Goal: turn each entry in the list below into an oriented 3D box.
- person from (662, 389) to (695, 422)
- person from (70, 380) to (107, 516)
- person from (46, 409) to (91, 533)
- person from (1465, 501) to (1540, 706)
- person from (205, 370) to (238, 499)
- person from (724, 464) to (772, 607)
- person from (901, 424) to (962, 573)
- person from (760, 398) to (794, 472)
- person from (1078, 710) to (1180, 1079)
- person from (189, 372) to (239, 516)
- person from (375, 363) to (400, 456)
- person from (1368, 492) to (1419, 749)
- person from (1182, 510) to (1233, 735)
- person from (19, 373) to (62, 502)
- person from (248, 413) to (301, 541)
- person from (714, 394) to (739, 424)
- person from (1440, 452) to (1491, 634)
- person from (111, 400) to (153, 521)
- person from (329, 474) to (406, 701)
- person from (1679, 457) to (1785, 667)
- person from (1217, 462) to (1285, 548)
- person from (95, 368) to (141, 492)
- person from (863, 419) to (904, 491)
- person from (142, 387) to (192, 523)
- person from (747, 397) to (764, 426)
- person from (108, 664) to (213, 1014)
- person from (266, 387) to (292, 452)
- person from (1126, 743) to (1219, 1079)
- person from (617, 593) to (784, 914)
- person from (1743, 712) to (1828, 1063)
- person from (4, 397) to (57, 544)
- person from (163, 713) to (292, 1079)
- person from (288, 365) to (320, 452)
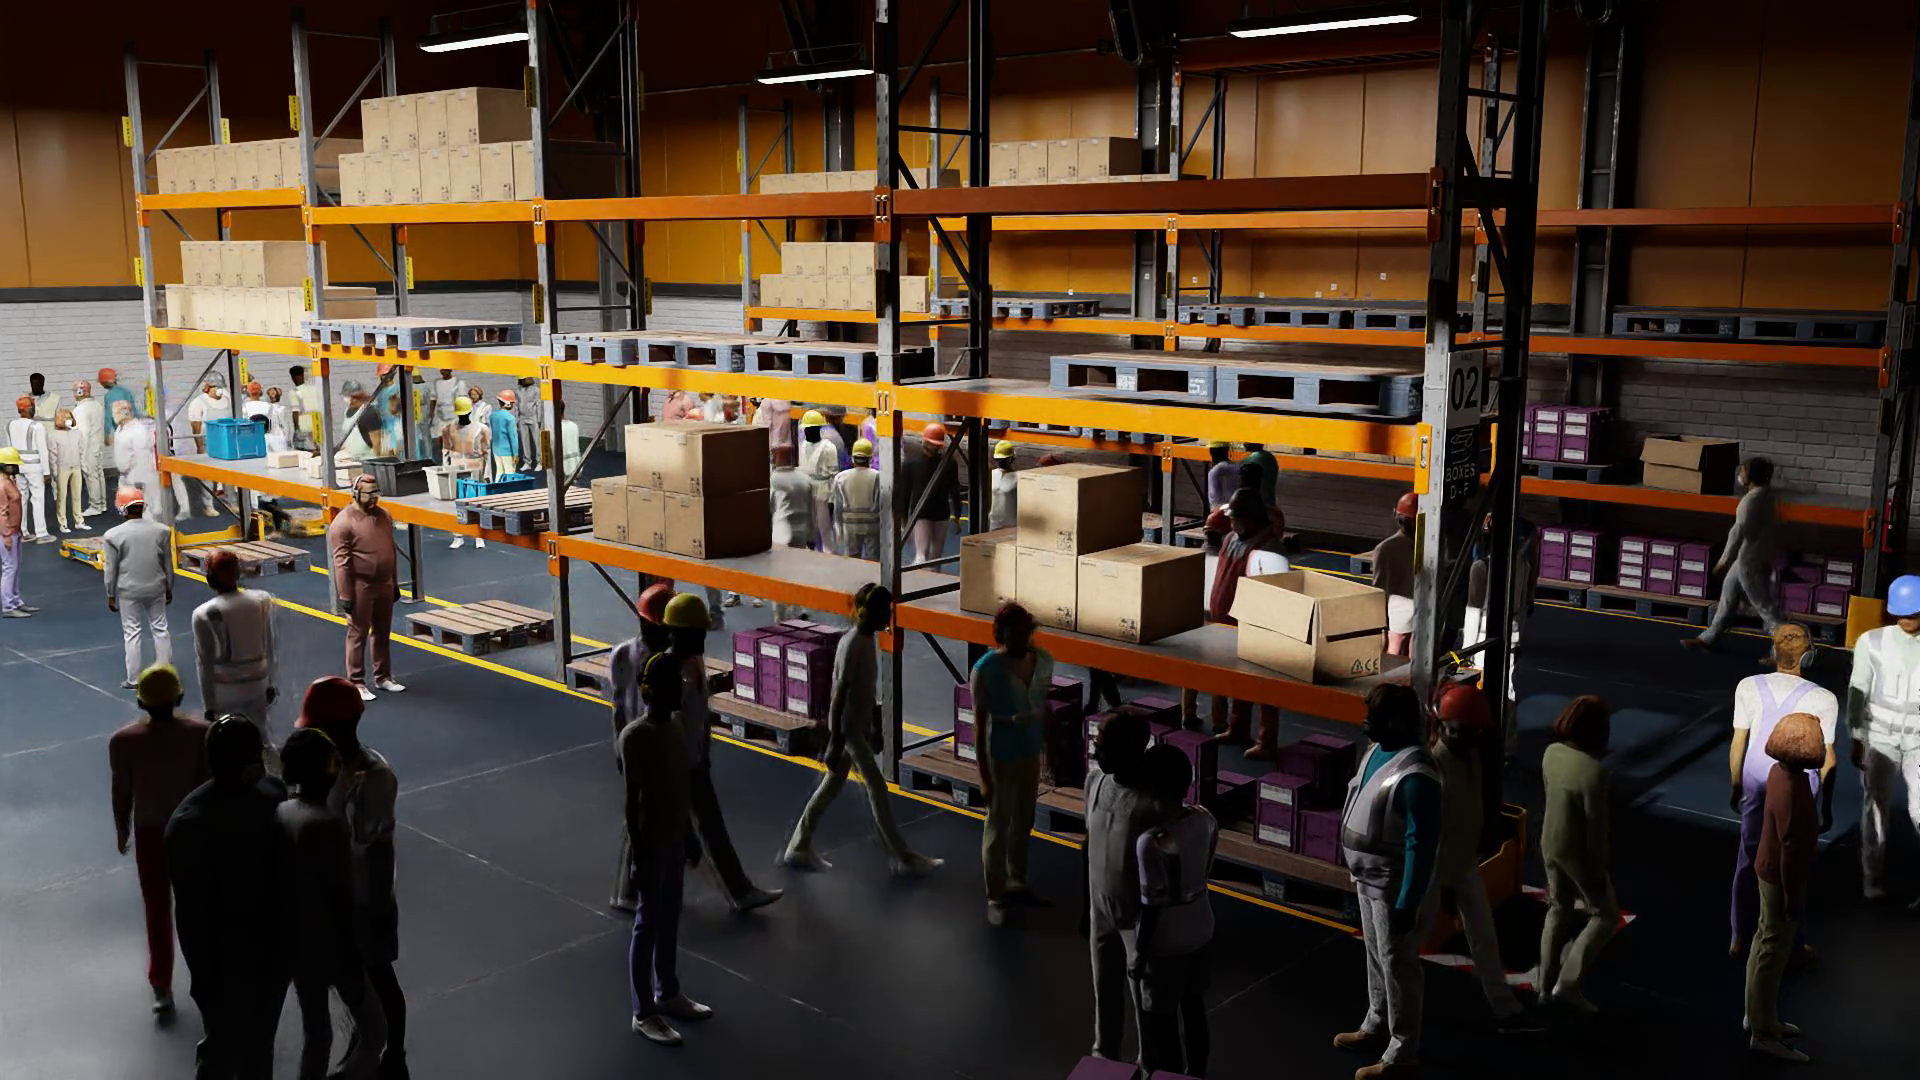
[{"bbox_3d":[-4.170,-1.474,24.412,0.638,1.907,0.408,9,14,42],"label":"person"},{"bbox_3d":[-12.264,-1.290,23.365,0.409,1.909,0.641,-2,10,-10],"label":"person"},{"bbox_3d":[-11.807,-0.920,22.035,0.282,1.636,0.500,5,11,28],"label":"person"},{"bbox_3d":[4.414,0.461,13.656,0.625,1.840,0.430,2,10,13],"label":"person"},{"bbox_3d":[-11.099,-1.581,24.959,0.633,1.932,0.362,9,13,40],"label":"person"},{"bbox_3d":[-2.255,-0.230,17.441,0.574,1.883,0.355,1,10,5],"label":"person"},{"bbox_3d":[-0.274,-0.220,17.174,0.611,1.954,0.798,-3,10,-15],"label":"person"},{"bbox_3d":[-2.622,-1.428,24.055,0.372,1.940,0.630,5,11,26],"label":"person"},{"bbox_3d":[0.709,1.613,7.132,0.345,1.842,0.505,-9,14,-42],"label":"person"},{"bbox_3d":[-10.418,-1.361,23.384,0.535,2.000,0.681,7,12,35],"label":"person"},{"bbox_3d":[-8.703,-1.718,25.446,0.607,2.034,0.417,6,12,32],"label":"person"},{"bbox_3d":[3.314,0.619,12.358,0.621,1.985,0.408,-6,12,-30],"label":"person"},{"bbox_3d":[1.982,0.630,12.975,0.566,1.742,0.368,8,13,37],"label":"person"},{"bbox_3d":[-13.625,-1.530,24.705,0.587,1.913,0.390,-3,10,-17],"label":"person"},{"bbox_3d":[-8.732,-0.785,21.157,0.507,1.669,0.576,-2,10,-9],"label":"person"},{"bbox_3d":[-3.117,-1.049,22.200,0.388,1.837,0.562,-6,12,-30],"label":"person"},{"bbox_3d":[4.736,0.073,15.714,0.599,1.904,1.013,-5,11,-27],"label":"person"},{"bbox_3d":[-10.244,-0.794,20.595,0.684,1.882,0.402,10,14,43],"label":"person"},{"bbox_3d":[-4.930,0.389,13.911,0.400,1.900,0.636,4,11,23],"label":"person"},{"bbox_3d":[7.160,0.184,15.096,1.025,1.891,0.631,7,12,35],"label":"person"},{"bbox_3d":[2.454,0.311,14.169,0.606,1.958,0.374,3,10,17],"label":"person"},{"bbox_3d":[-12.732,-1.648,25.253,0.795,1.943,0.634,0,10,-3],"label":"person"},{"bbox_3d":[-0.949,-0.913,21.193,0.546,1.926,0.390,-5,11,-27],"label":"person"},{"bbox_3d":[-10.839,-1.154,22.606,0.629,1.892,0.837,3,11,18],"label":"person"},{"bbox_3d":[-2.938,-1.392,24.424,0.355,1.737,0.573,-3,11,-17],"label":"person"},{"bbox_3d":[-3.980,1.452,8.415,0.537,1.703,0.924,-5,11,-25],"label":"person"},{"bbox_3d":[-10.405,-1.505,25.332,0.514,1.642,0.310,4,11,21],"label":"person"},{"bbox_3d":[0.898,1.696,7.088,0.321,1.692,0.529,8,13,38],"label":"person"},{"bbox_3d":[-1.515,1.218,9.274,0.987,1.869,0.611,3,10,15],"label":"person"},{"bbox_3d":[3.874,1.599,7.790,0.280,1.636,0.500,4,11,20],"label":"person"},{"bbox_3d":[-11.859,-0.888,21.196,0.574,1.876,0.356,3,10,14],"label":"person"},{"bbox_3d":[-2.902,1.636,6.727,0.356,1.938,0.633,3,10,14],"label":"person"},{"bbox_3d":[-10.274,-1.817,26.300,0.990,1.921,0.635,6,11,29],"label":"person"}]
